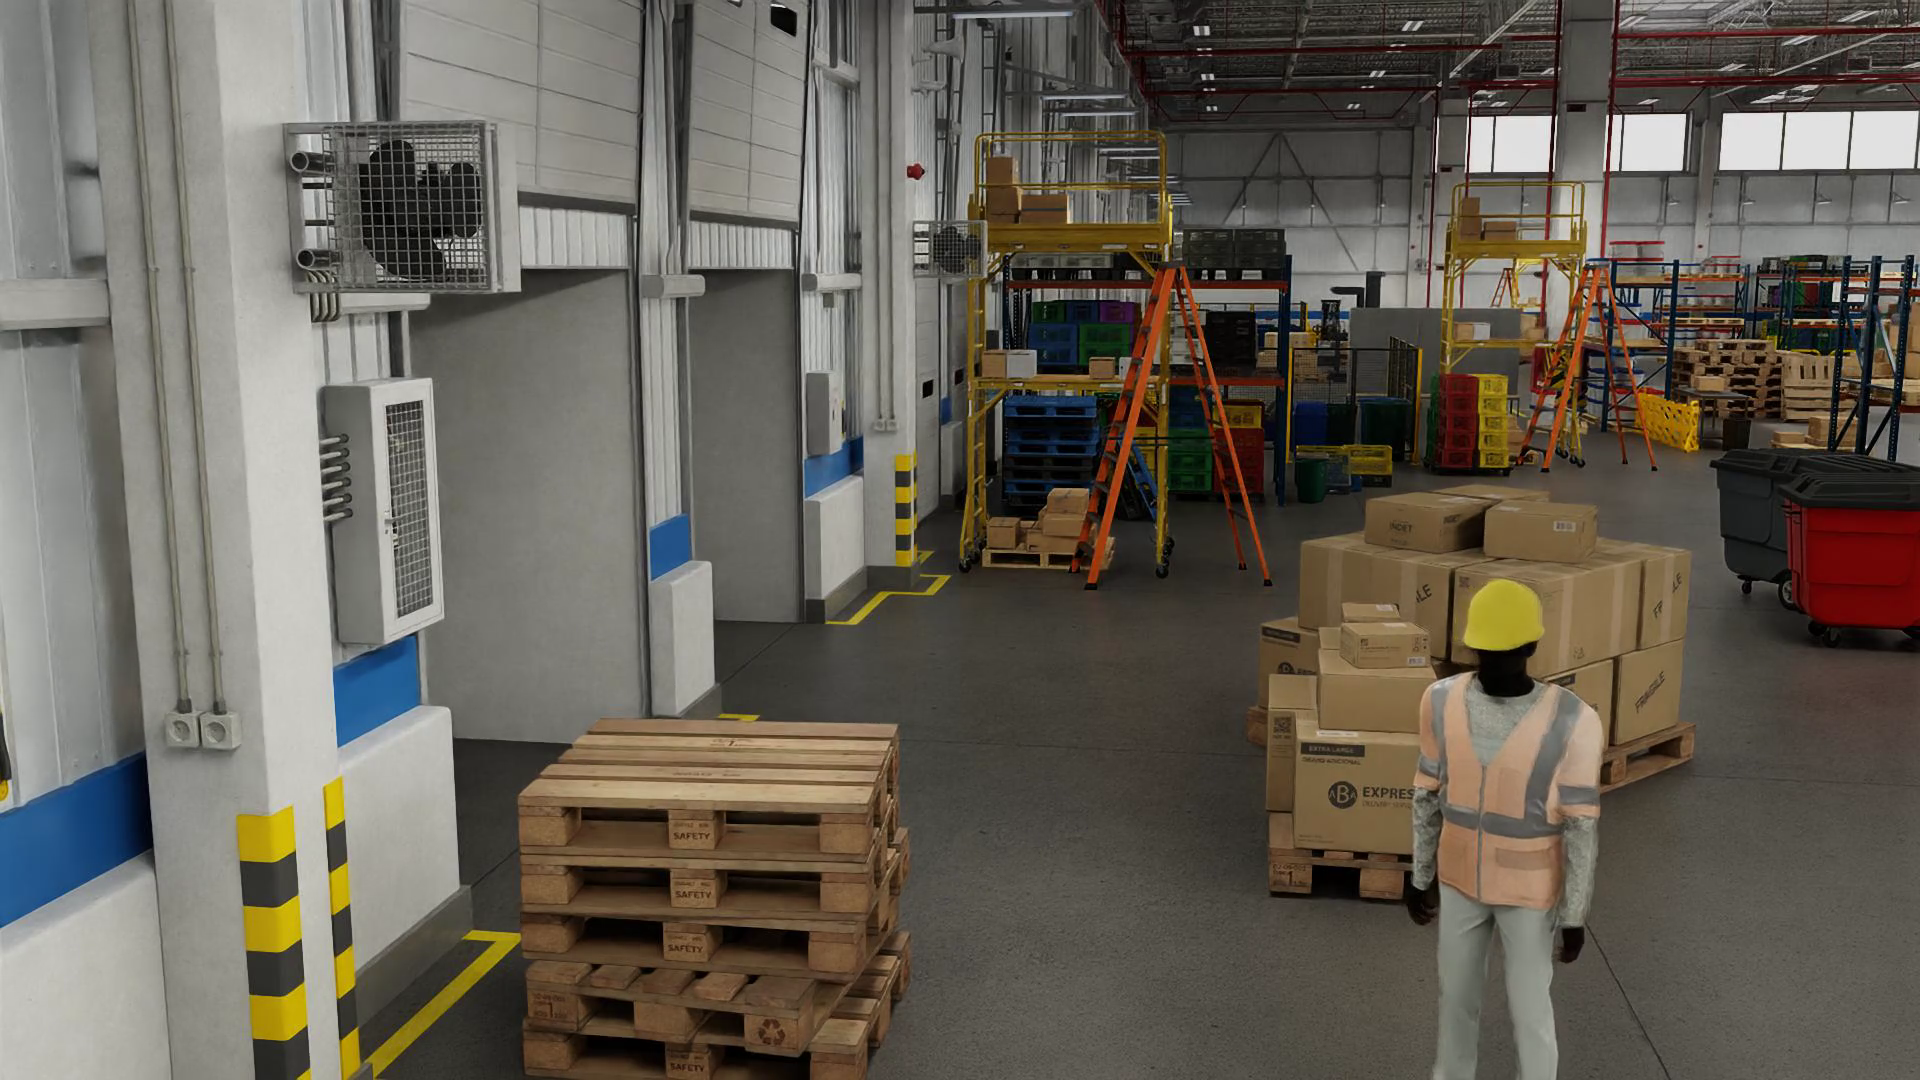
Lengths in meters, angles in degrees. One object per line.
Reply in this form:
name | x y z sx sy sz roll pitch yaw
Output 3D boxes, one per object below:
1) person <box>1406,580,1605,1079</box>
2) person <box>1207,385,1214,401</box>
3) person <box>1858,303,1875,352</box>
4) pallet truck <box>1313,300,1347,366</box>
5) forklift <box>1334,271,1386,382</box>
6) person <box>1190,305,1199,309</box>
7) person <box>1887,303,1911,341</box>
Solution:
person | 1.672 1.062 5.182 0.591 1.918 0.395 8 13 42
person | 5.272 -3.642 35.078 0.313 1.634 0.515 -5 10 -26
person | 25.783 -5.748 47.180 0.775 1.920 0.547 -1 9 -9
pallet truck | 11.159 -6.200 49.718 0.823 1.965 1.885 4 10 26
forklift | 10.436 -5.400 42.069 1.873 2.768 1.129 1 9 9
person | 6.260 -5.347 44.679 0.544 1.929 0.390 -5 10 -28
person | 27.189 -5.904 48.151 0.495 1.922 0.636 -4 10 -26
